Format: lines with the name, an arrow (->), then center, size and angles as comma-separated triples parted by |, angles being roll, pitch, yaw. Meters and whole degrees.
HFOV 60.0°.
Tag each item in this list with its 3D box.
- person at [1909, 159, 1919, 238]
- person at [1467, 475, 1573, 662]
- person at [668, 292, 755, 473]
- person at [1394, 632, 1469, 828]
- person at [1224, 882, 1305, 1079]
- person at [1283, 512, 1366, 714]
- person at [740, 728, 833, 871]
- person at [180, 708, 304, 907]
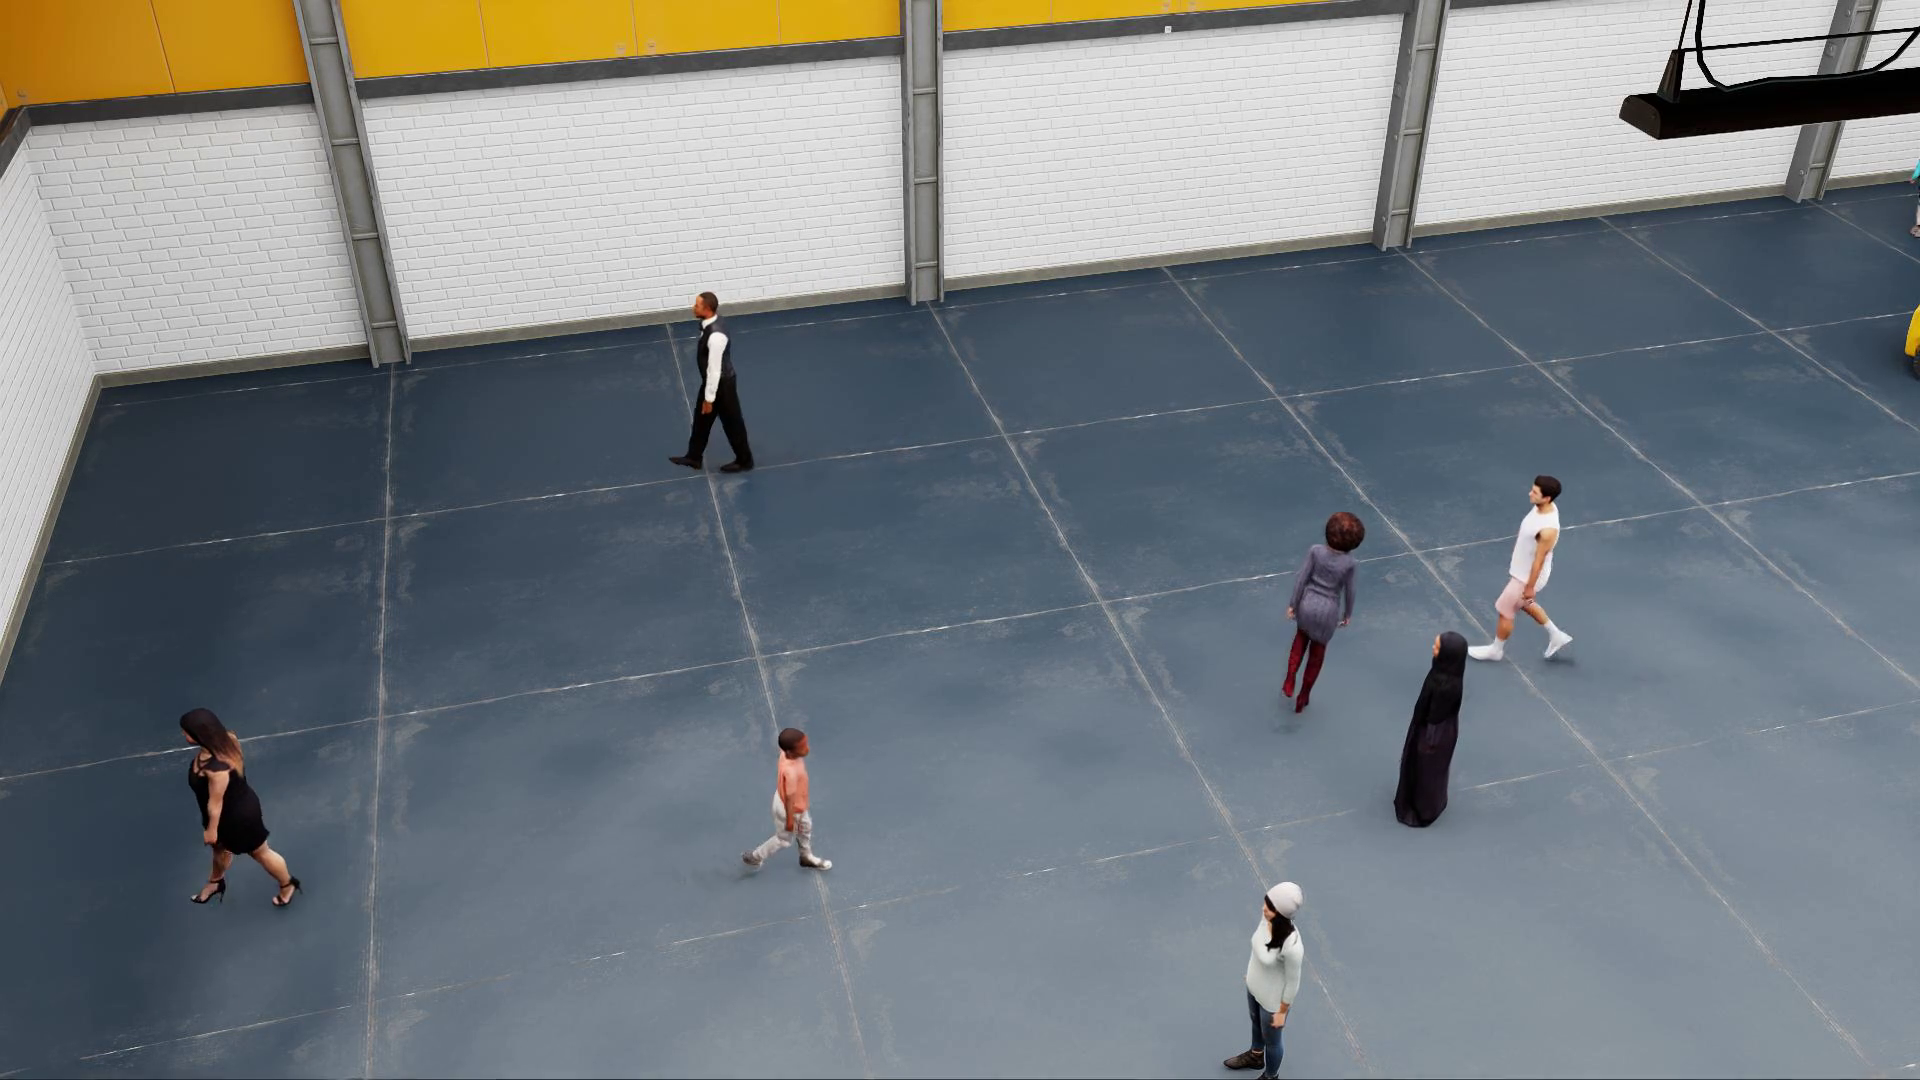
person -> 12.139, -4.511, 20.656 | 0.701, 1.486, 0.663 | -19, 38, -27
person -> 4.604, 0.256, 13.229 | 1.128, 1.768, 0.967 | 9, 35, 13
person -> -2.180, -1.463, 15.704 | 1.033, 1.893, 0.725 | -7, 34, -11
person -> 3.374, 1.320, 11.768 | 0.751, 1.614, 0.710 | 9, 35, 13
person -> 1.817, 2.628, 9.772 | 0.492, 1.645, 0.577 | -10, 35, -14
person -> 2.739, 0.595, 12.798 | 0.810, 1.681, 0.868 | 12, 35, 17
person -> -1.227, 1.796, 11.346 | 0.900, 1.288, 0.666 | -2, 34, -2
person -> -4.703, 1.797, 10.984 | 0.962, 1.688, 0.723 | -13, 36, -18
